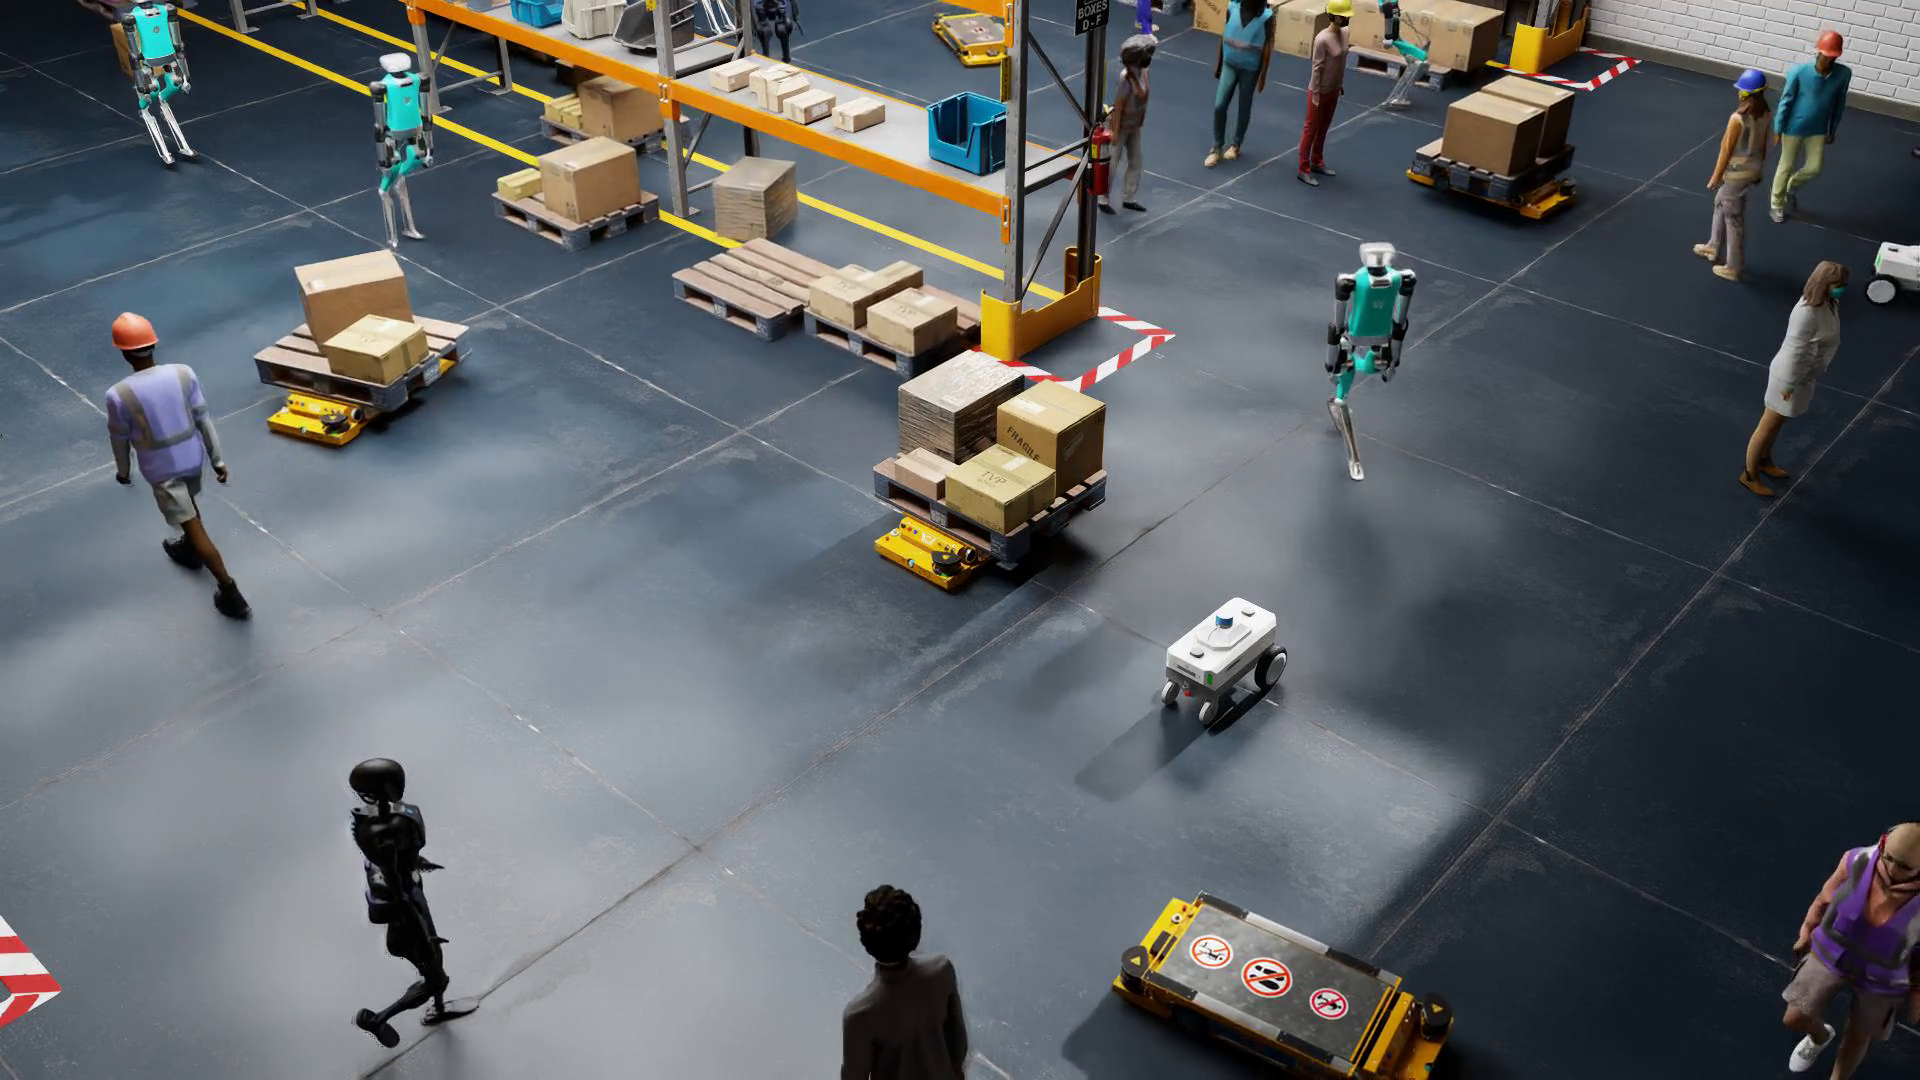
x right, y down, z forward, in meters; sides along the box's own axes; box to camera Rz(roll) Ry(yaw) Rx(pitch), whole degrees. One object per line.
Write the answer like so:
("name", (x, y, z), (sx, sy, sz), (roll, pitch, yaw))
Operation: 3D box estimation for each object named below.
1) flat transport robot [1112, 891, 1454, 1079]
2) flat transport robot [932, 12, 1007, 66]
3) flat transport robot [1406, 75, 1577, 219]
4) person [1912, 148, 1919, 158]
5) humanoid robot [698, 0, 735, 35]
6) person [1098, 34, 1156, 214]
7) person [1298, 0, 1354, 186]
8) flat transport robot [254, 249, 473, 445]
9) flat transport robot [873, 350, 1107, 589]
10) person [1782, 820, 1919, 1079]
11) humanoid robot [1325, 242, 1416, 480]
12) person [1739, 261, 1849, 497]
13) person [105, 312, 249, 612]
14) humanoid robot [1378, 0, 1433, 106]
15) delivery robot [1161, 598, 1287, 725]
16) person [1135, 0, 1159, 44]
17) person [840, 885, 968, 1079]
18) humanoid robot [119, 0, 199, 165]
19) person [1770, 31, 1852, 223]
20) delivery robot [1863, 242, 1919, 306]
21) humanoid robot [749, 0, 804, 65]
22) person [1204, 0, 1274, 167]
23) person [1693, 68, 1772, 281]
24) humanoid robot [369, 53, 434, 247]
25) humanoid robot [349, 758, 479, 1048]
("flat transport robot", (1.493, 2.132, 7.721), (1.431, 0.231, 0.659), (20, 39, 26))
("flat transport robot", (0.186, -5.804, 19.219), (0.659, 0.231, 1.431), (-10, 36, -14))
("flat transport robot", (5.021, -3.402, 15.739), (1.431, 0.231, 0.659), (29, 44, 35))
("person", (9.683, -4.617, 16.050), (0.540, 1.922, 0.406), (-15, 37, -21))
("humanoid robot", (-2.809, -6.677, 19.078), (0.735, 1.673, 0.533), (27, 43, 33))
("person", (1.524, -3.734, 14.996), (0.527, 1.662, 0.474), (24, 41, 30))
("person", (3.457, -4.234, 15.625), (0.319, 1.769, 0.523), (28, 43, 34))
("flat transport robot", (-4.472, -1.181, 12.522), (0.659, 0.231, 1.431), (13, 37, 18))
("flat transport robot", (0.158, -0.172, 11.059), (0.659, 0.231, 1.431), (27, 43, 33))
("person", (3.764, 1.812, 6.938), (0.391, 1.675, 0.567), (-29, 44, -35))
("humanoid robot", (2.701, -1.381, 11.542), (0.556, 1.762, 0.984), (-3, 35, -4))
("person", (5.623, -1.091, 11.163), (0.336, 1.659, 0.495), (28, 44, 34))
("person", (-4.774, -0.481, 10.094), (1.041, 1.881, 0.547), (23, 41, 29))
("humanoid robot", (4.607, -5.266, 17.160), (0.833, 1.772, 0.544), (8, 35, 12))
("delivery robot", (1.506, 0.646, 9.597), (0.499, 0.566, 0.739), (27, 43, 33))
("person", (2.197, -6.749, 19.148), (0.519, 1.932, 0.741), (-17, 38, -22))
("person", (-0.218, 2.102, 6.353), (0.491, 1.872, 0.567), (28, 43, 34))
("humanoid robot", (-7.701, -4.467, 15.872), (0.735, 1.677, 0.533), (27, 43, 33))
("person", (7.560, -3.682, 14.844), (0.585, 1.737, 0.395), (2, 35, 3))
("delivery robot", (7.921, -2.194, 13.755), (0.817, 0.614, 0.499), (20, 39, 26))
("humanoid robot", (-1.969, -5.480, 17.520), (0.601, 1.654, 0.374), (-9, 36, -13))
("person", (2.657, -4.458, 15.881), (0.559, 1.842, 0.733), (16, 38, 22))
("person", (6.509, -3.074, 13.969), (0.465, 1.733, 0.685), (-22, 40, -28))
("humanoid robot", (-4.884, -3.372, 14.430), (0.802, 1.803, 0.551), (29, 44, 35))
("humanoid robot", (-2.494, 1.576, 7.290), (0.479, 1.647, 0.601), (-10, 36, -14))
